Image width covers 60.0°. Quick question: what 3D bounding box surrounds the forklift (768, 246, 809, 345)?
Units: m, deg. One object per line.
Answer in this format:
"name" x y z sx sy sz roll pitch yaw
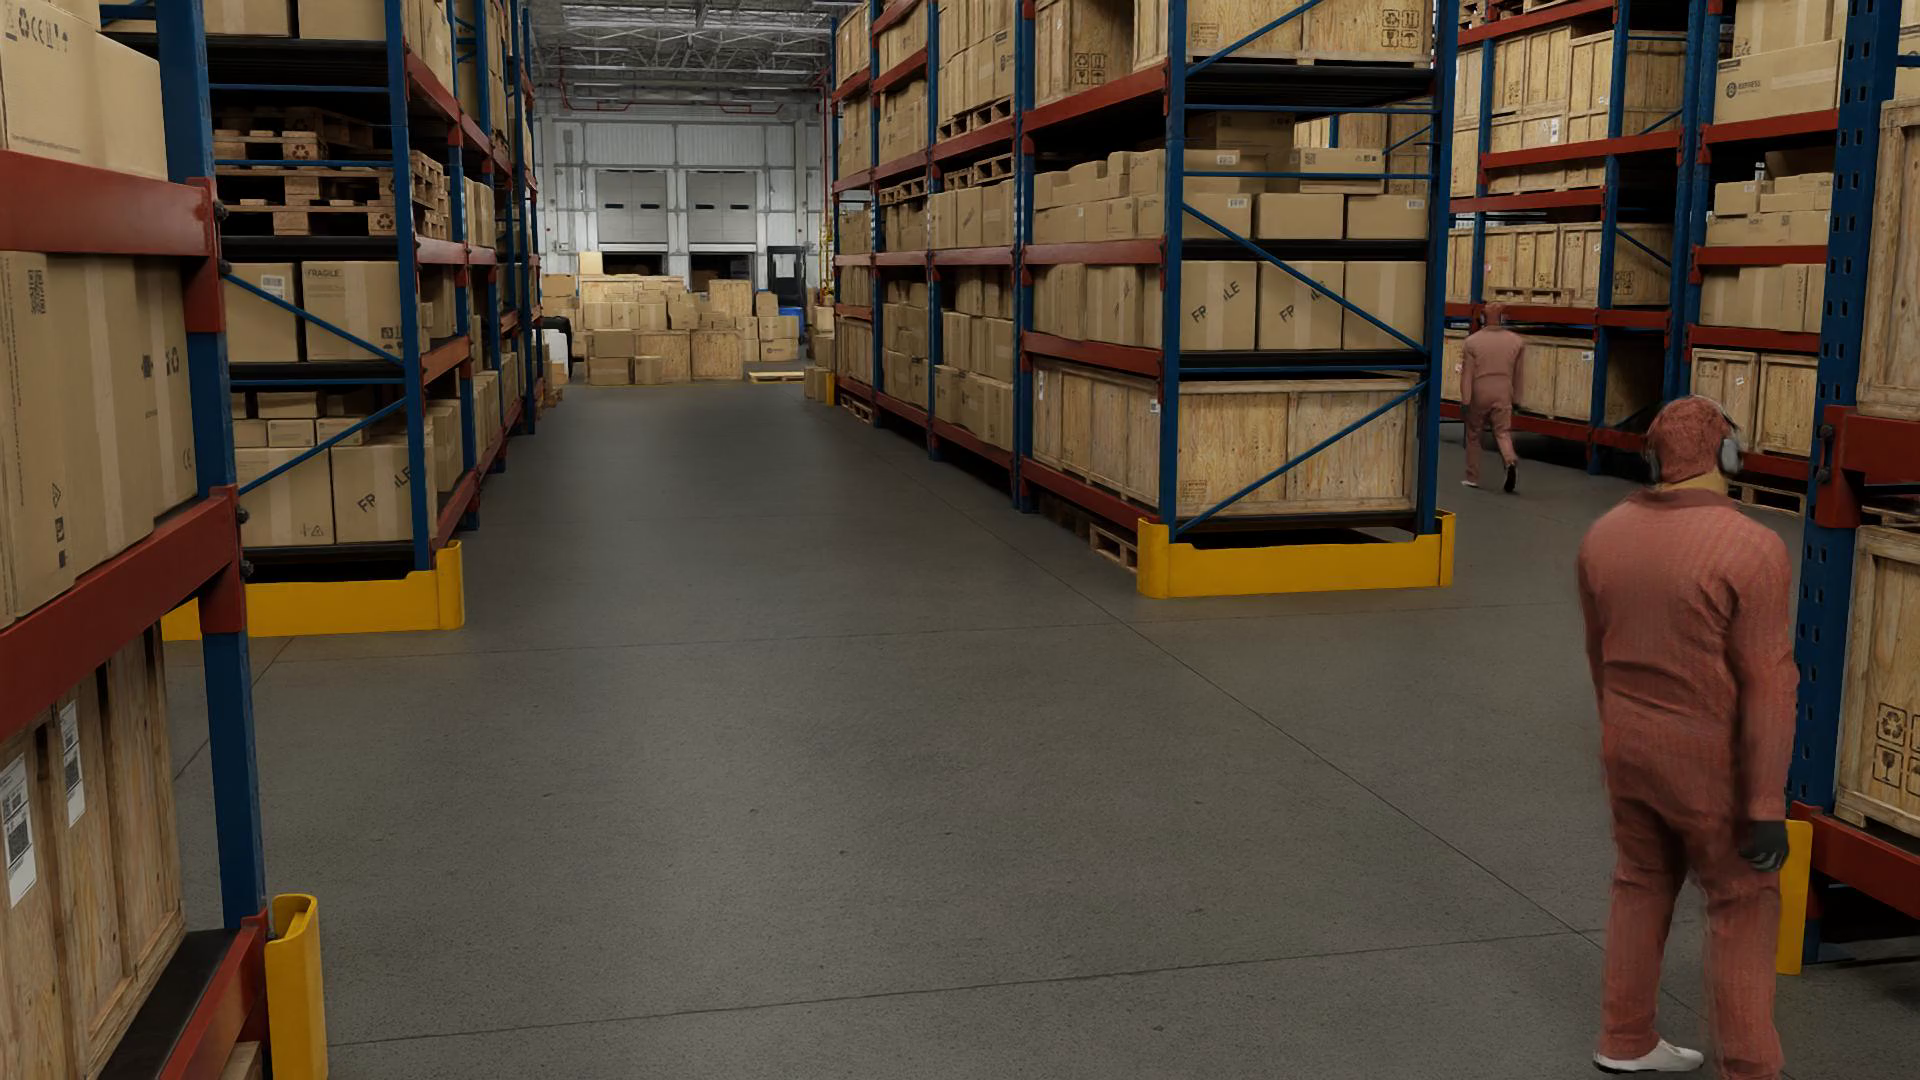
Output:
"forklift" -4.953 -6.961 47.256 1.129 2.768 1.873 0 9 2

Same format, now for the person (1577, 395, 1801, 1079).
"person" 1.937 0.568 4.376 0.447 1.897 0.658 -4 10 -22

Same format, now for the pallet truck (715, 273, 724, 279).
"pallet truck" -8.580 -8.986 62.280 1.885 1.965 0.823 1 9 5

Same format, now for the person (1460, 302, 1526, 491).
"person" 5.289 -1.417 16.521 0.651 1.883 0.813 0 9 -3
